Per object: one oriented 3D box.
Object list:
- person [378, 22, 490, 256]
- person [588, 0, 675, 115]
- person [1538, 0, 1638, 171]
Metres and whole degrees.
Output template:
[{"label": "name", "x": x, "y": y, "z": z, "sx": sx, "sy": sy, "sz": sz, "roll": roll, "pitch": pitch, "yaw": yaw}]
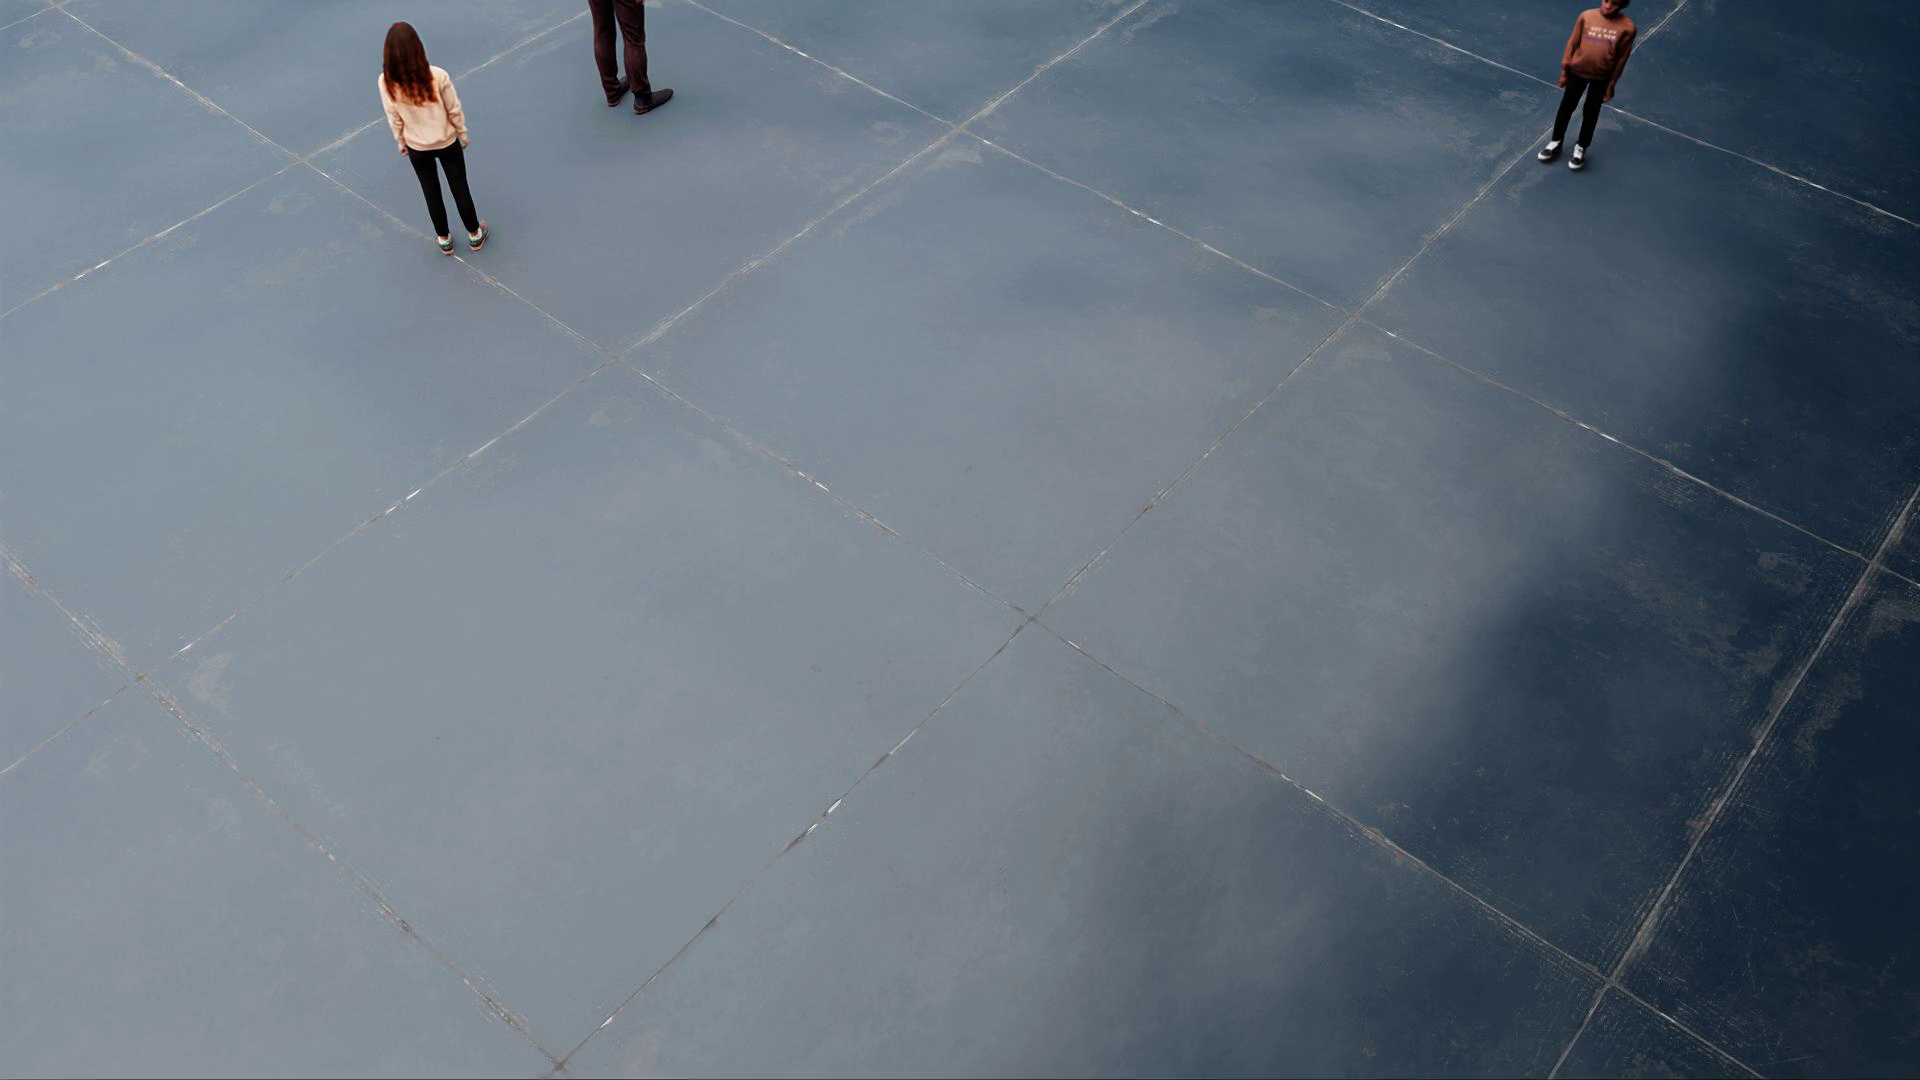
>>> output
[{"label": "person", "x": -3.039, "y": -2.299, "z": 9.561, "sx": 0.630, "sy": 1.483, "sz": 0.706, "roll": -7, "pitch": 48, "yaw": -7}, {"label": "person", "x": -2.209, "y": -3.568, "z": 10.475, "sx": 0.734, "sy": 1.866, "sz": 0.677, "roll": 21, "pitch": 51, "yaw": 18}, {"label": "person", "x": 3.911, "y": -2.895, "z": 10.269, "sx": 0.552, "sy": 1.254, "sz": 0.508, "roll": 23, "pitch": 51, "yaw": 20}]
